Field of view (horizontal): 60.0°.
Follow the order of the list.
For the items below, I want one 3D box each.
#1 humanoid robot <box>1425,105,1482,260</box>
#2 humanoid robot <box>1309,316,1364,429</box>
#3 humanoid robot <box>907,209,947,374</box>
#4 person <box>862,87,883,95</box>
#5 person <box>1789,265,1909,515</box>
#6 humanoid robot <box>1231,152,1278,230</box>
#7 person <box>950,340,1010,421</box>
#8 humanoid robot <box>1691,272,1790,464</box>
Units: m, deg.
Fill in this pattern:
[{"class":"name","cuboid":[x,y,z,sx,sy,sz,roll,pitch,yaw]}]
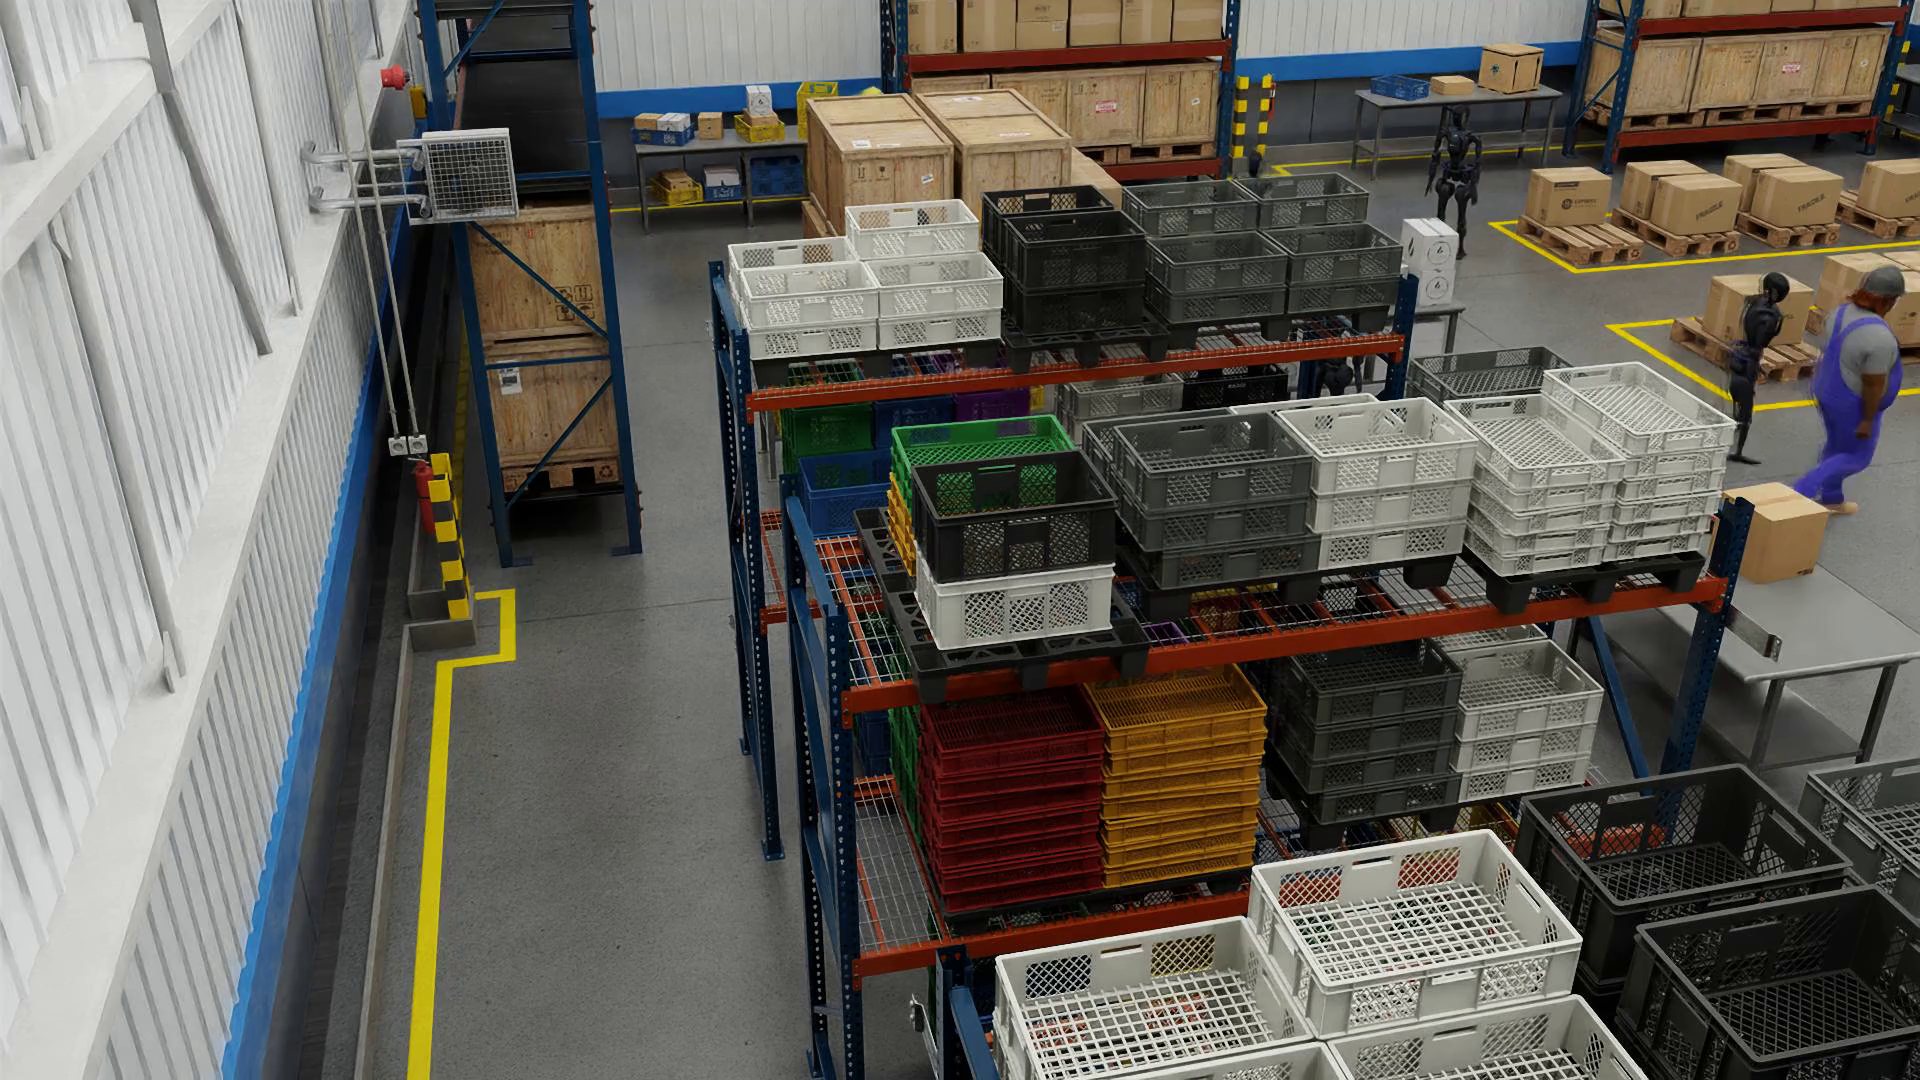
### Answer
[{"class":"humanoid robot","cuboid":[5.306,-3.843,17.832,0.604,1.647,0.353,22,35,36]},{"class":"humanoid robot","cuboid":[2.954,-1.430,13.233,0.325,1.658,0.600,-20,34,-33]},{"class":"humanoid robot","cuboid":[-0.336,-2.058,14.426,0.616,1.656,0.310,-14,31,-24]},{"class":"person","cuboid":[-0.944,-3.864,17.650,0.881,1.865,0.561,-5,28,-9]},{"class":"person","cuboid":[6.486,-1.055,12.149,0.679,2.000,0.697,-1,28,-2]},{"class":"humanoid robot","cuboid":[2.842,-2.982,16.240,0.559,1.627,0.768,7,29,13]},{"class":"person","cuboid":[0.112,-0.893,12.021,0.637,1.867,0.572,-22,35,-35]},{"class":"humanoid robot","cuboid":[6.165,-1.358,13.137,0.567,1.639,0.618,12,30,22]}]
